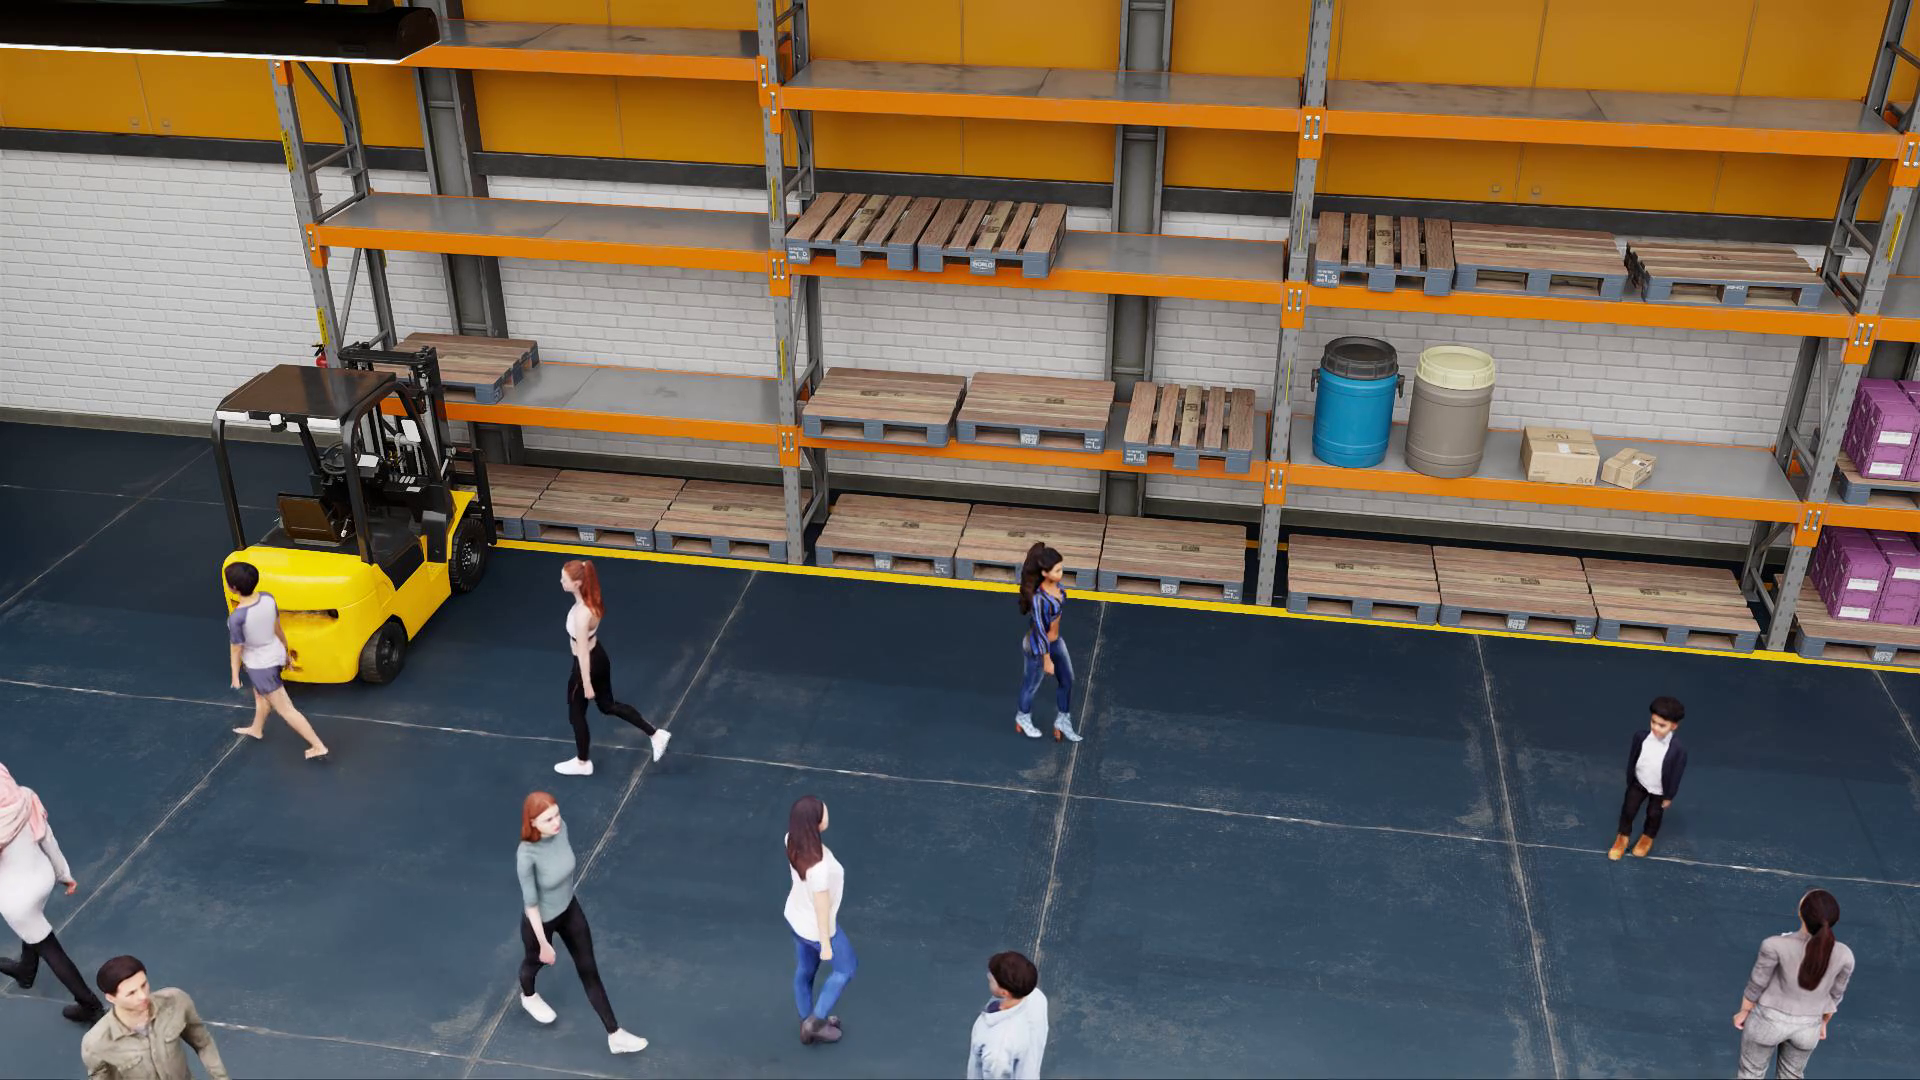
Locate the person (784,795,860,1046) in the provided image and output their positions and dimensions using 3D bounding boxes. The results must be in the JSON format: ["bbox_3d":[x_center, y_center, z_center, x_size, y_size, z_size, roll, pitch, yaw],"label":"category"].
[{"bbox_3d":[-0.872,2.144,9.084,0.786,1.675,0.738,-16,32,-26],"label":"person"}]

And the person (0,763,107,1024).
[{"bbox_3d":[-5.130,1.999,9.252,1.082,1.769,0.716,8,30,14],"label":"person"}]

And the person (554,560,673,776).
[{"bbox_3d":[-2.429,0.887,11.343,1.094,1.719,0.688,0,29,1],"label":"person"}]

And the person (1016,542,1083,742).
[{"bbox_3d":[0.514,0.738,11.742,0.817,1.599,0.737,13,31,23],"label":"person"}]

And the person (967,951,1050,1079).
[{"bbox_3d":[0.233,2.678,7.964,0.666,1.812,0.734,13,31,22],"label":"person"}]

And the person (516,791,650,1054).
[{"bbox_3d":[-2.310,2.089,9.174,1.226,1.686,0.881,15,32,26],"label":"person"}]

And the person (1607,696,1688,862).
[{"bbox_3d":[4.505,1.509,10.732,0.642,1.213,0.696,22,35,34],"label":"person"}]

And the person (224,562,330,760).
[{"bbox_3d":[-4.780,0.873,11.582,1.100,1.516,0.664,9,30,16],"label":"person"}]

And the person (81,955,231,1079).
[{"bbox_3d":[-3.862,2.670,7.966,1.295,1.823,1.064,20,34,32],"label":"person"}]

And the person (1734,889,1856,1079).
[{"bbox_3d":[4.205,2.468,8.487,0.513,1.678,0.668,4,29,8],"label":"person"}]
